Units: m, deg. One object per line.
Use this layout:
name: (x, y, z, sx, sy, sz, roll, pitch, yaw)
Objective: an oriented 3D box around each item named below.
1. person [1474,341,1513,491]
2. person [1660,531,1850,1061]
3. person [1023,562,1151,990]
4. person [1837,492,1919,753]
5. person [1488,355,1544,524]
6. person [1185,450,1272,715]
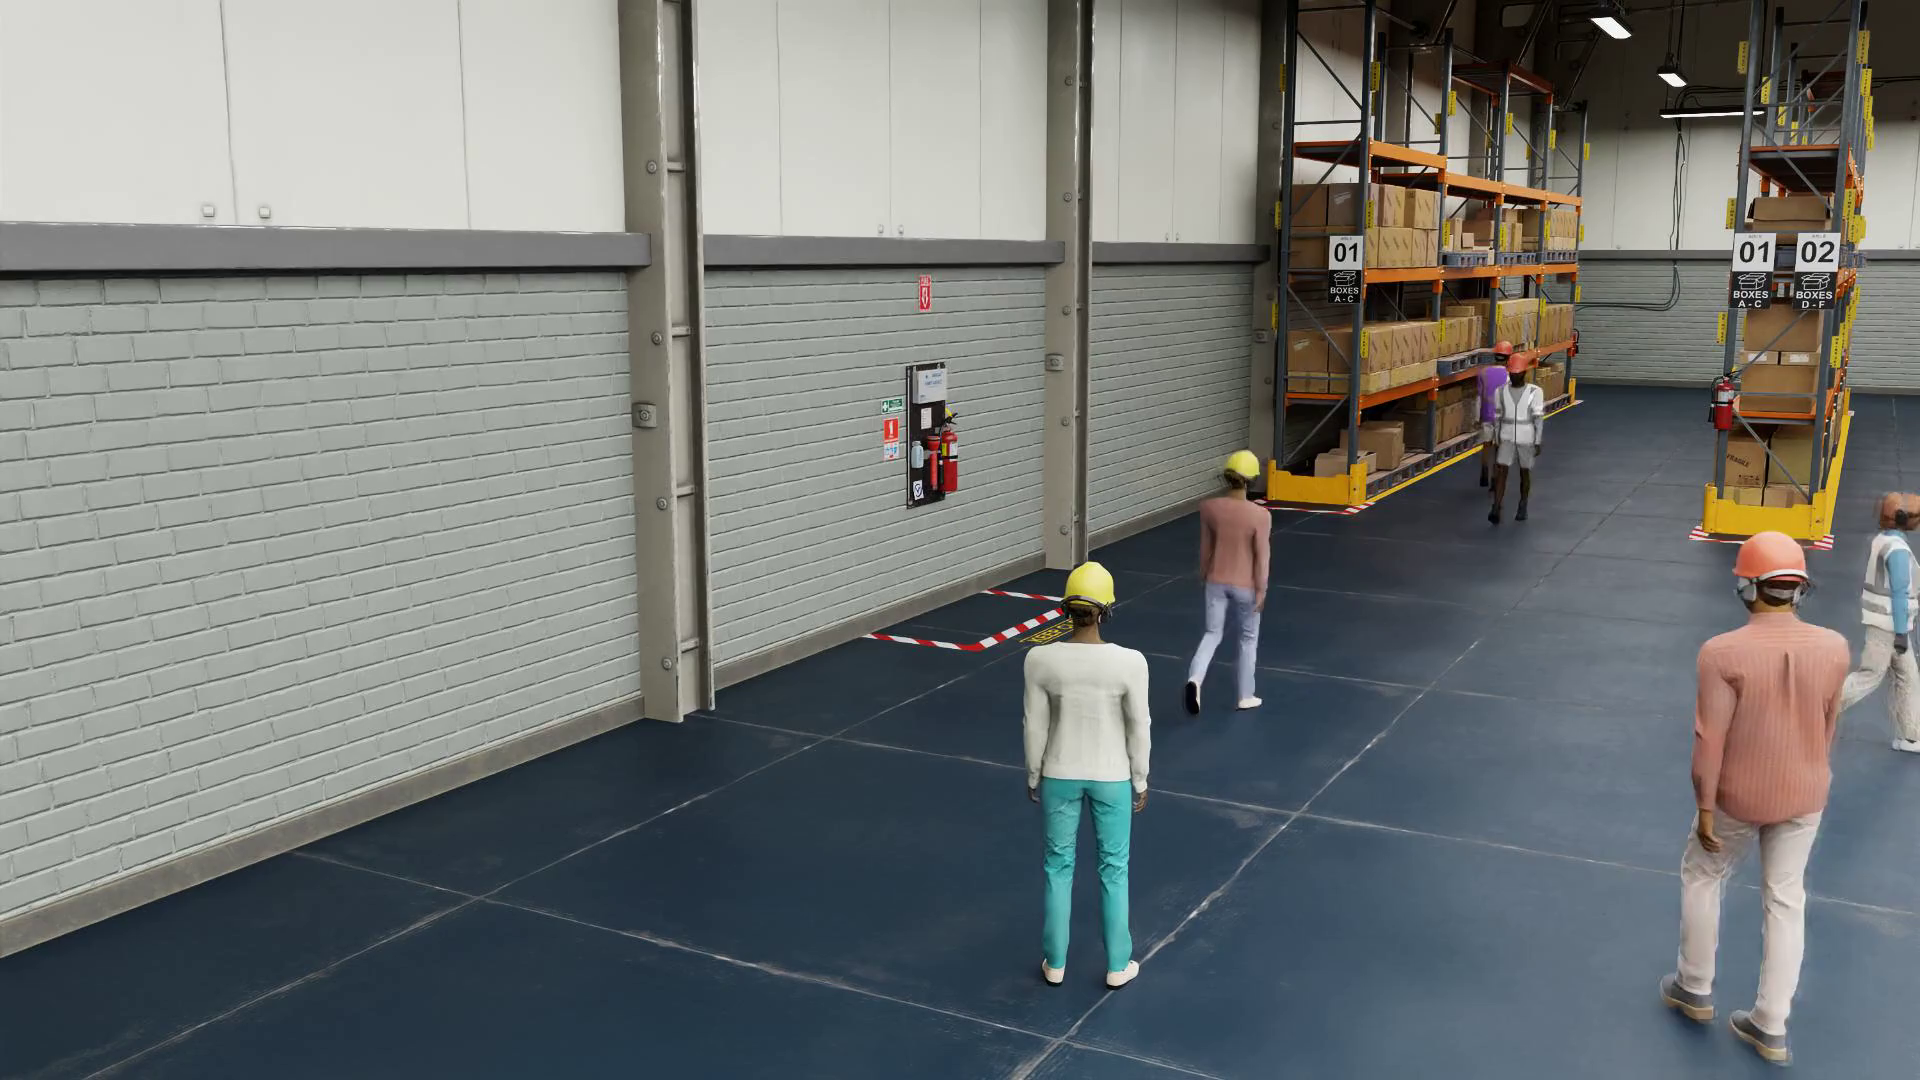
person: (6.858, -1.576, 21.206, 0.567, 1.919, 0.423, 6, 11, 31)
person: (3.024, 0.934, 6.373, 0.620, 1.964, 0.747, 0, 10, -1)
person: (0.518, 0.965, 6.794, 0.522, 1.768, 0.312, 2, 10, 11)
person: (5.521, 0.499, 9.993, 0.804, 1.605, 0.526, 4, 10, 22)
person: (6.230, -1.117, 18.635, 0.568, 1.883, 0.993, 5, 11, 28)
person: (1.743, 0.290, 10.790, 0.521, 1.748, 0.695, 6, 12, 33)
